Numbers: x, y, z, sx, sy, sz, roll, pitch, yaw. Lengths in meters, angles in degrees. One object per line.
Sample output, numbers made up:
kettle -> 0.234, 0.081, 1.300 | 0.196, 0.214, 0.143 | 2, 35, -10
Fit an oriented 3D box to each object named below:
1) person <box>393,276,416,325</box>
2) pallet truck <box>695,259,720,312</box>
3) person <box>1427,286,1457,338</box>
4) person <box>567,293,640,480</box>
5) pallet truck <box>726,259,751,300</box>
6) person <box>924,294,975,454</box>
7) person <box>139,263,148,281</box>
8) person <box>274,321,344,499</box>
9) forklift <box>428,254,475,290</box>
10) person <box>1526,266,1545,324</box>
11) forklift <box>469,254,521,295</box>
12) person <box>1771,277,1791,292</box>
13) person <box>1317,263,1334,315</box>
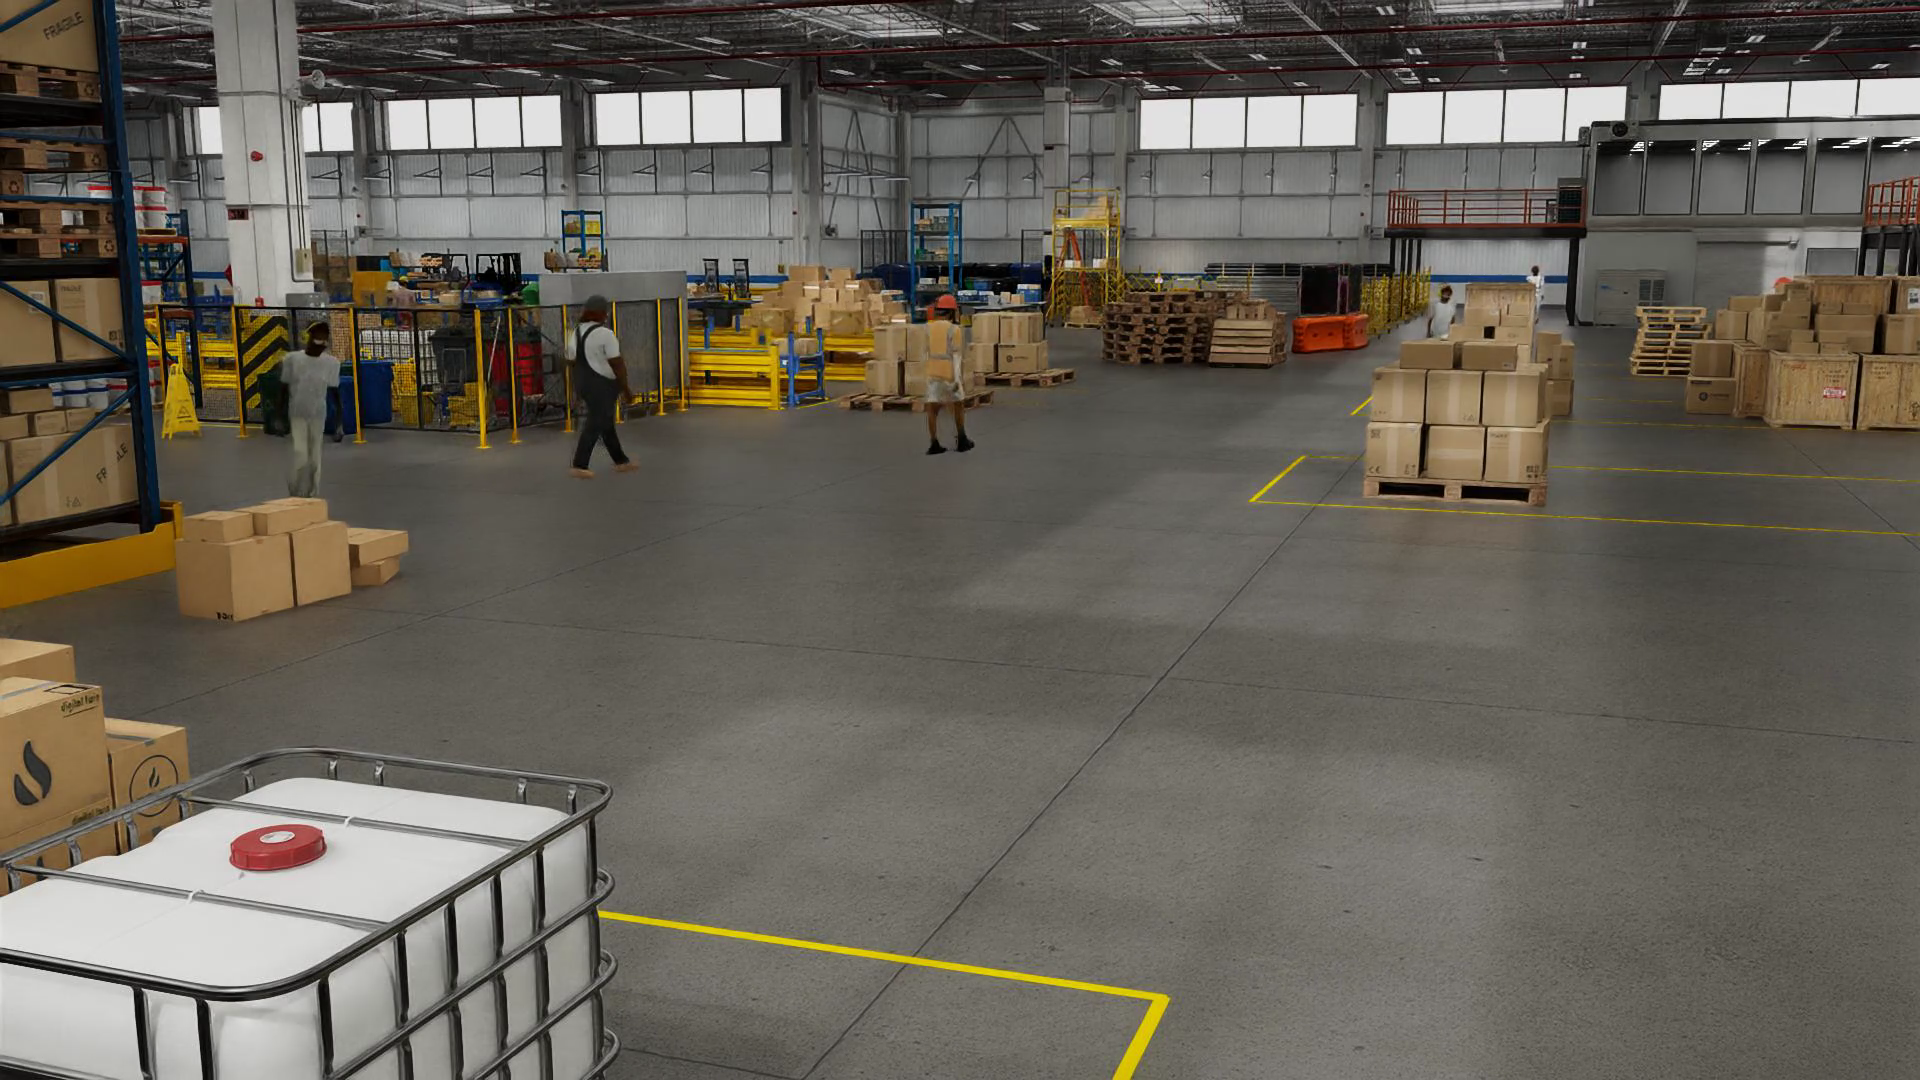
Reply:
person -> -13.184, -5.376, 39.519 | 0.526, 1.757, 0.342 | -3, 11, -17
pallet truck -> -9.165, -9.627, 62.776 | 0.823, 1.965, 1.885 | 4, 11, 23
person -> 8.688, -3.695, 30.048 | 0.535, 1.762, 1.131 | 0, 10, -2
person -> -3.885, -1.684, 17.920 | 1.017, 2.000, 0.681 | -10, 14, -43
pallet truck -> -7.986, -9.493, 62.019 | 0.823, 1.965, 1.885 | 3, 11, 17
person -> -0.130, -1.999, 20.088 | 0.547, 1.907, 0.842 | 6, 12, 30
person -> -27.279, -8.263, 55.421 | 0.664, 1.888, 0.570 | 4, 11, 23
person -> -5.911, -1.076, 15.122 | 0.554, 1.817, 0.581 | -7, 12, -34
forklift -> -20.133, -10.254, 65.465 | 1.157, 1.987, 2.680 | 3, 11, 19
person -> 18.198, -7.758, 52.652 | 0.573, 1.858, 0.919 | 4, 11, 22
forklift -> -17.990, -10.121, 64.684 | 1.157, 1.987, 2.680 | 3, 11, 17
person -> 13.146, -3.215, 26.673 | 0.623, 1.992, 0.396 | -10, 14, -44
person -> 9.855, -6.451, 44.874 | 0.611, 2.000, 0.655 | 3, 11, 17
